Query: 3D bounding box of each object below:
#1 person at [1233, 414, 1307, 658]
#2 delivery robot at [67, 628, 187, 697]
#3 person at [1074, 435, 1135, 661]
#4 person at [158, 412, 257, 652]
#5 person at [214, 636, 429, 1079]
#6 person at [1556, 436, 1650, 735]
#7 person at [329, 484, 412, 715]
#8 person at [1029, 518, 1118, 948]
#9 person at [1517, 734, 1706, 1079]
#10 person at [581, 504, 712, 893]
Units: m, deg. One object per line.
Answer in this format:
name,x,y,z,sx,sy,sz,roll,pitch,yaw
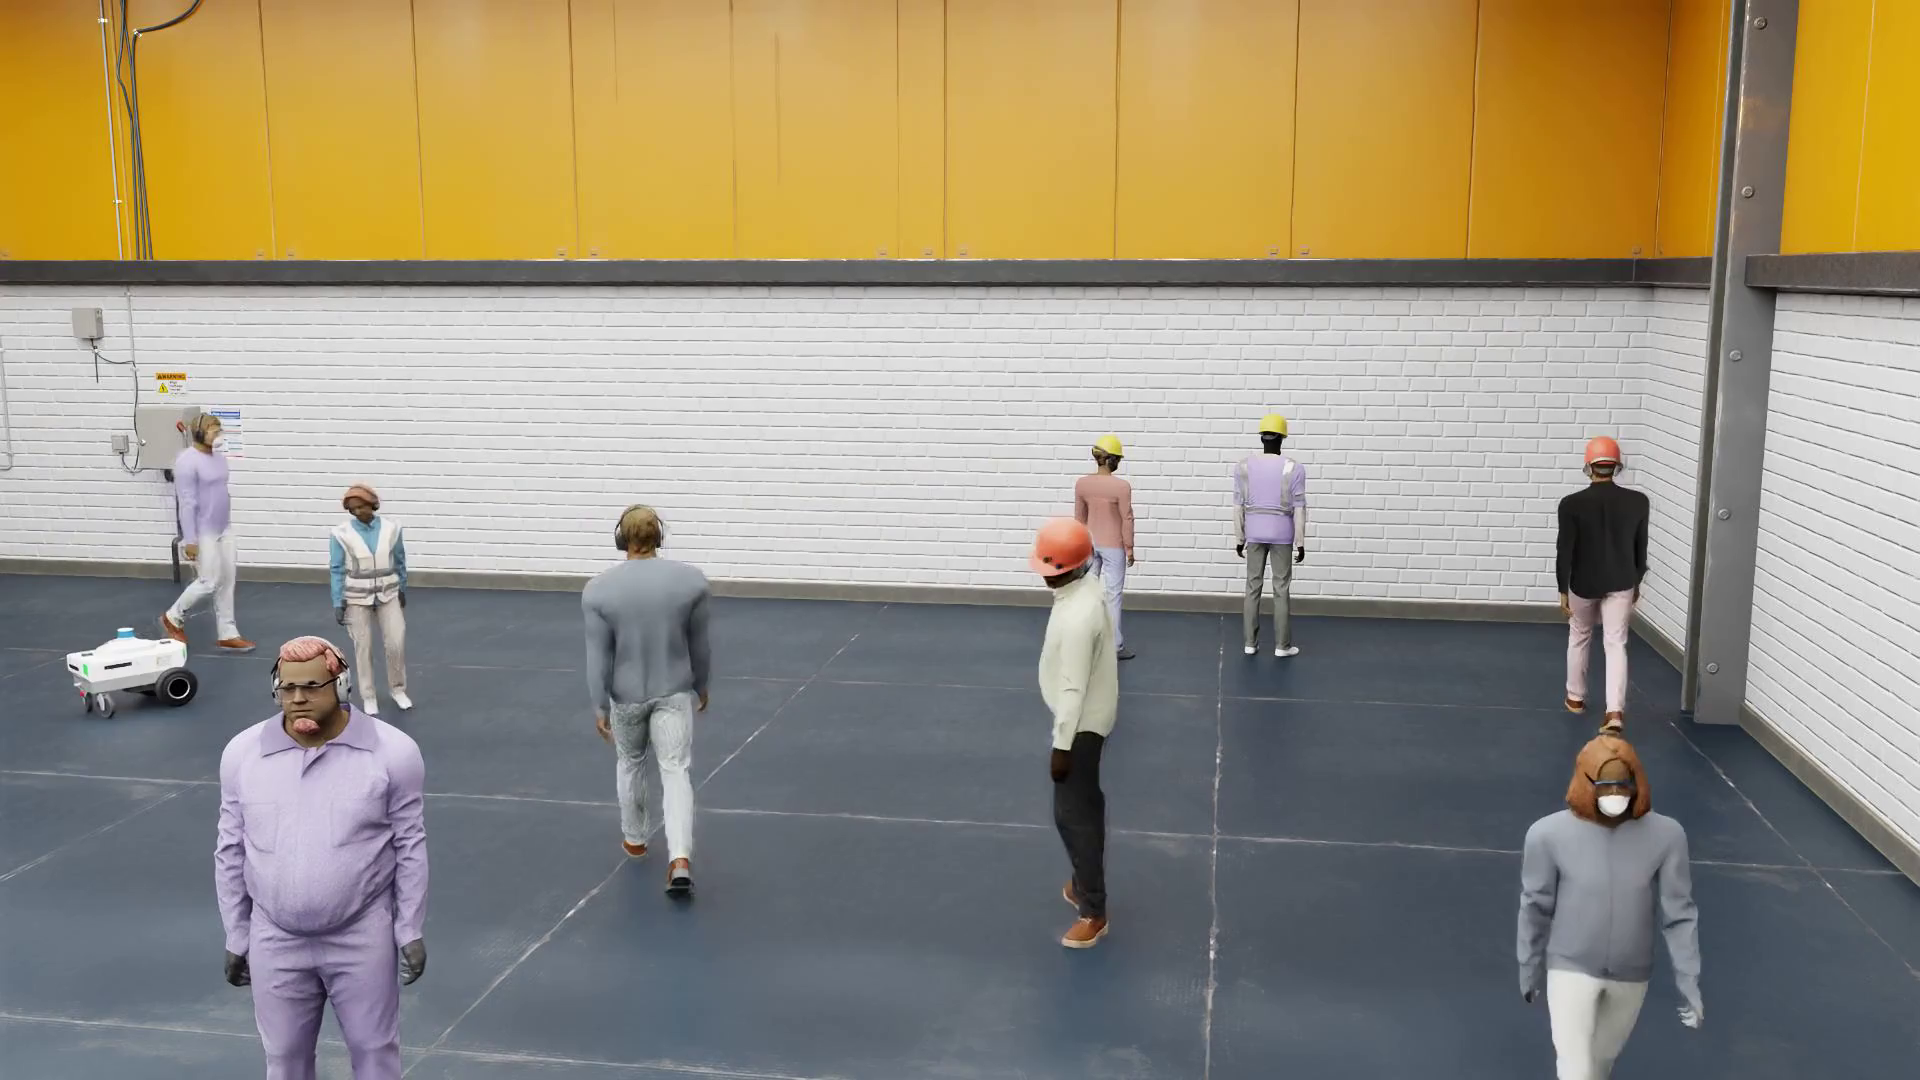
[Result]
person,2.432,-0.030,13.050,0.585,1.921,0.373,5,10,26
delivery robot,-5.764,0.853,11.518,0.477,0.478,0.707,9,13,43
person,1.139,0.062,12.988,0.524,1.760,0.328,7,11,36
person,-5.979,-0.048,13.149,0.635,1.927,0.644,1,9,6
person,-2.011,1.240,5.256,0.639,1.911,0.406,-1,9,-9
person,4.263,0.286,11.042,0.604,1.955,1.028,2,9,12
person,-4.008,0.408,11.281,0.534,1.610,0.458,-6,11,-33
person,0.531,0.837,7.653,0.389,1.949,0.734,1,9,9
person,2.054,1.393,5.309,0.516,1.584,0.871,0,9,3
person,-1.530,0.766,8.227,0.632,1.901,0.981,-2,10,-15
